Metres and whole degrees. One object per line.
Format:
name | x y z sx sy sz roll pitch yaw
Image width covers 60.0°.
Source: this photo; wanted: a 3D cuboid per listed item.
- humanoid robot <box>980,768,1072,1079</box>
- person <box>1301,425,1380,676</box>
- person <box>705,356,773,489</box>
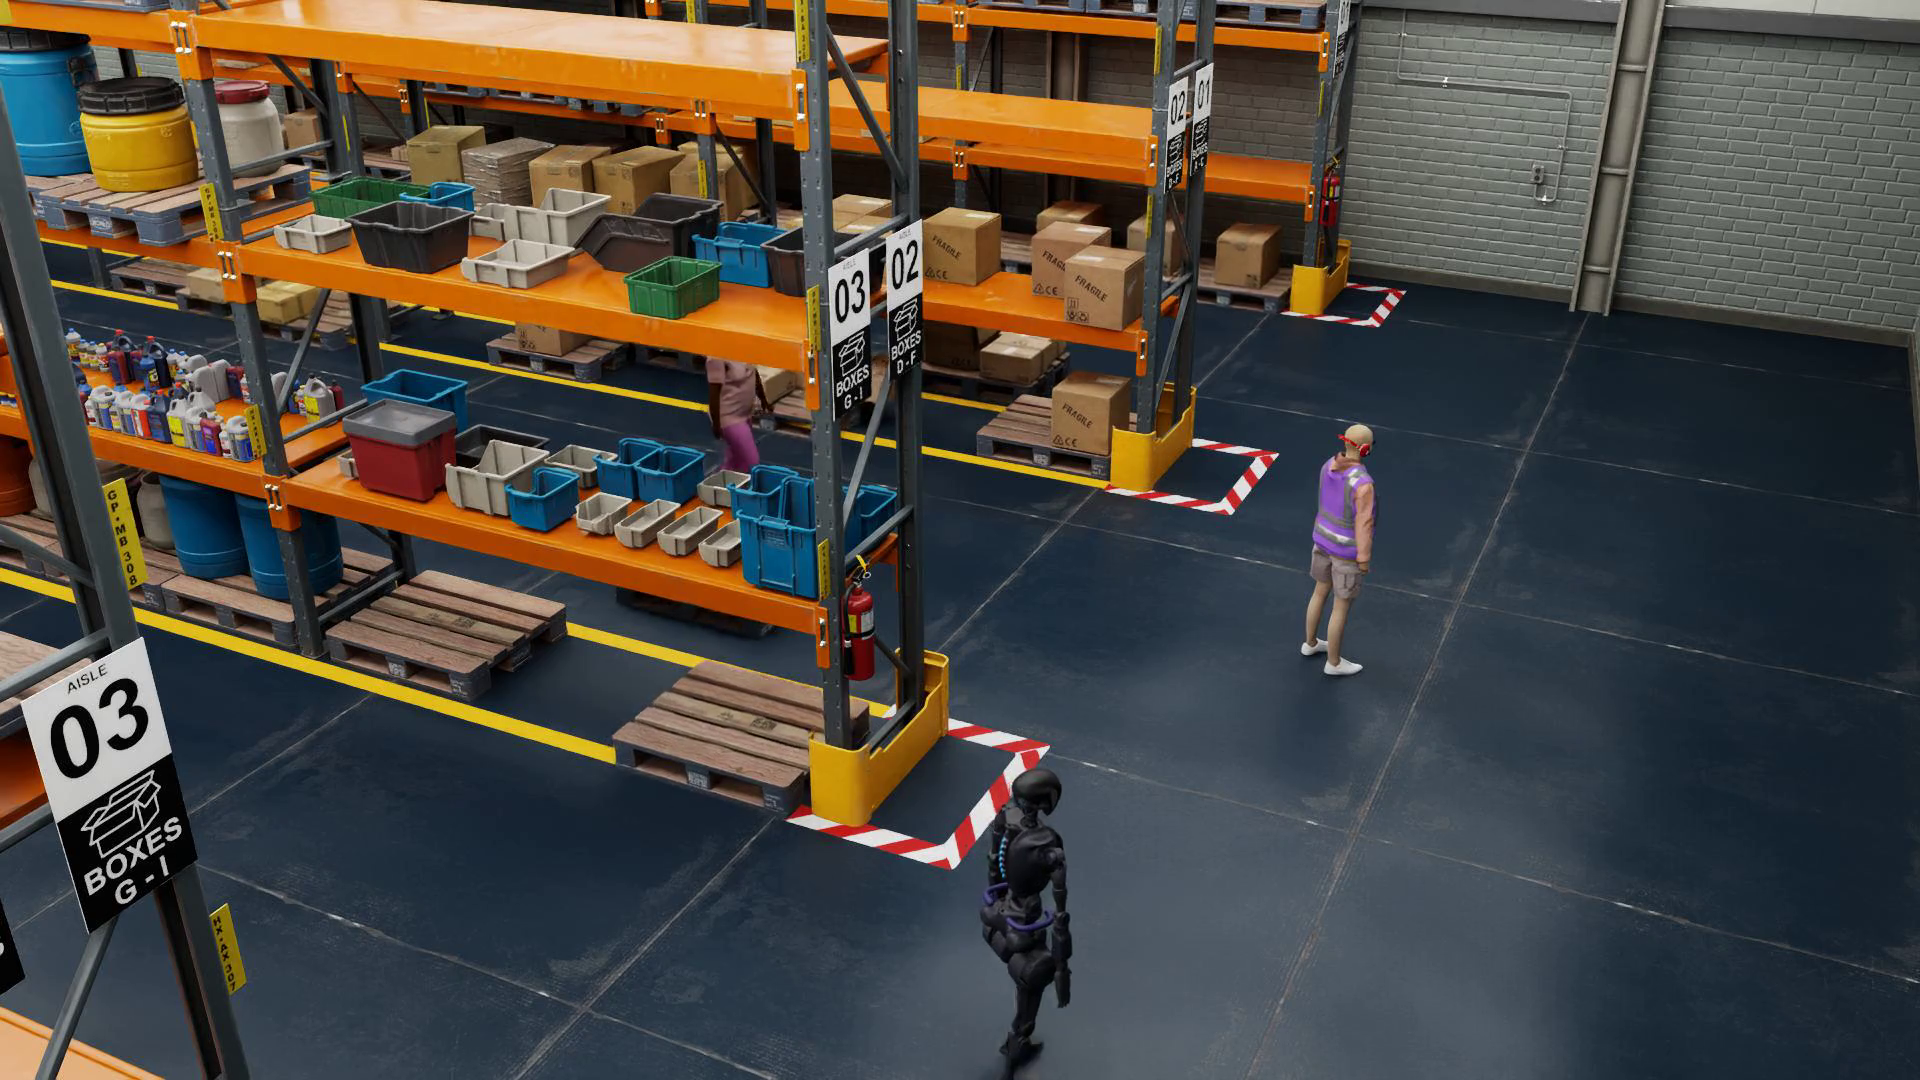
humanoid robot | 0.293 1.710 7.249 0.451 1.645 0.612 -15 30 -28
person | 2.425 0.057 10.590 0.348 1.688 0.492 -11 28 -21
person | -1.618 -0.918 12.448 0.579 1.780 0.534 8 27 15
